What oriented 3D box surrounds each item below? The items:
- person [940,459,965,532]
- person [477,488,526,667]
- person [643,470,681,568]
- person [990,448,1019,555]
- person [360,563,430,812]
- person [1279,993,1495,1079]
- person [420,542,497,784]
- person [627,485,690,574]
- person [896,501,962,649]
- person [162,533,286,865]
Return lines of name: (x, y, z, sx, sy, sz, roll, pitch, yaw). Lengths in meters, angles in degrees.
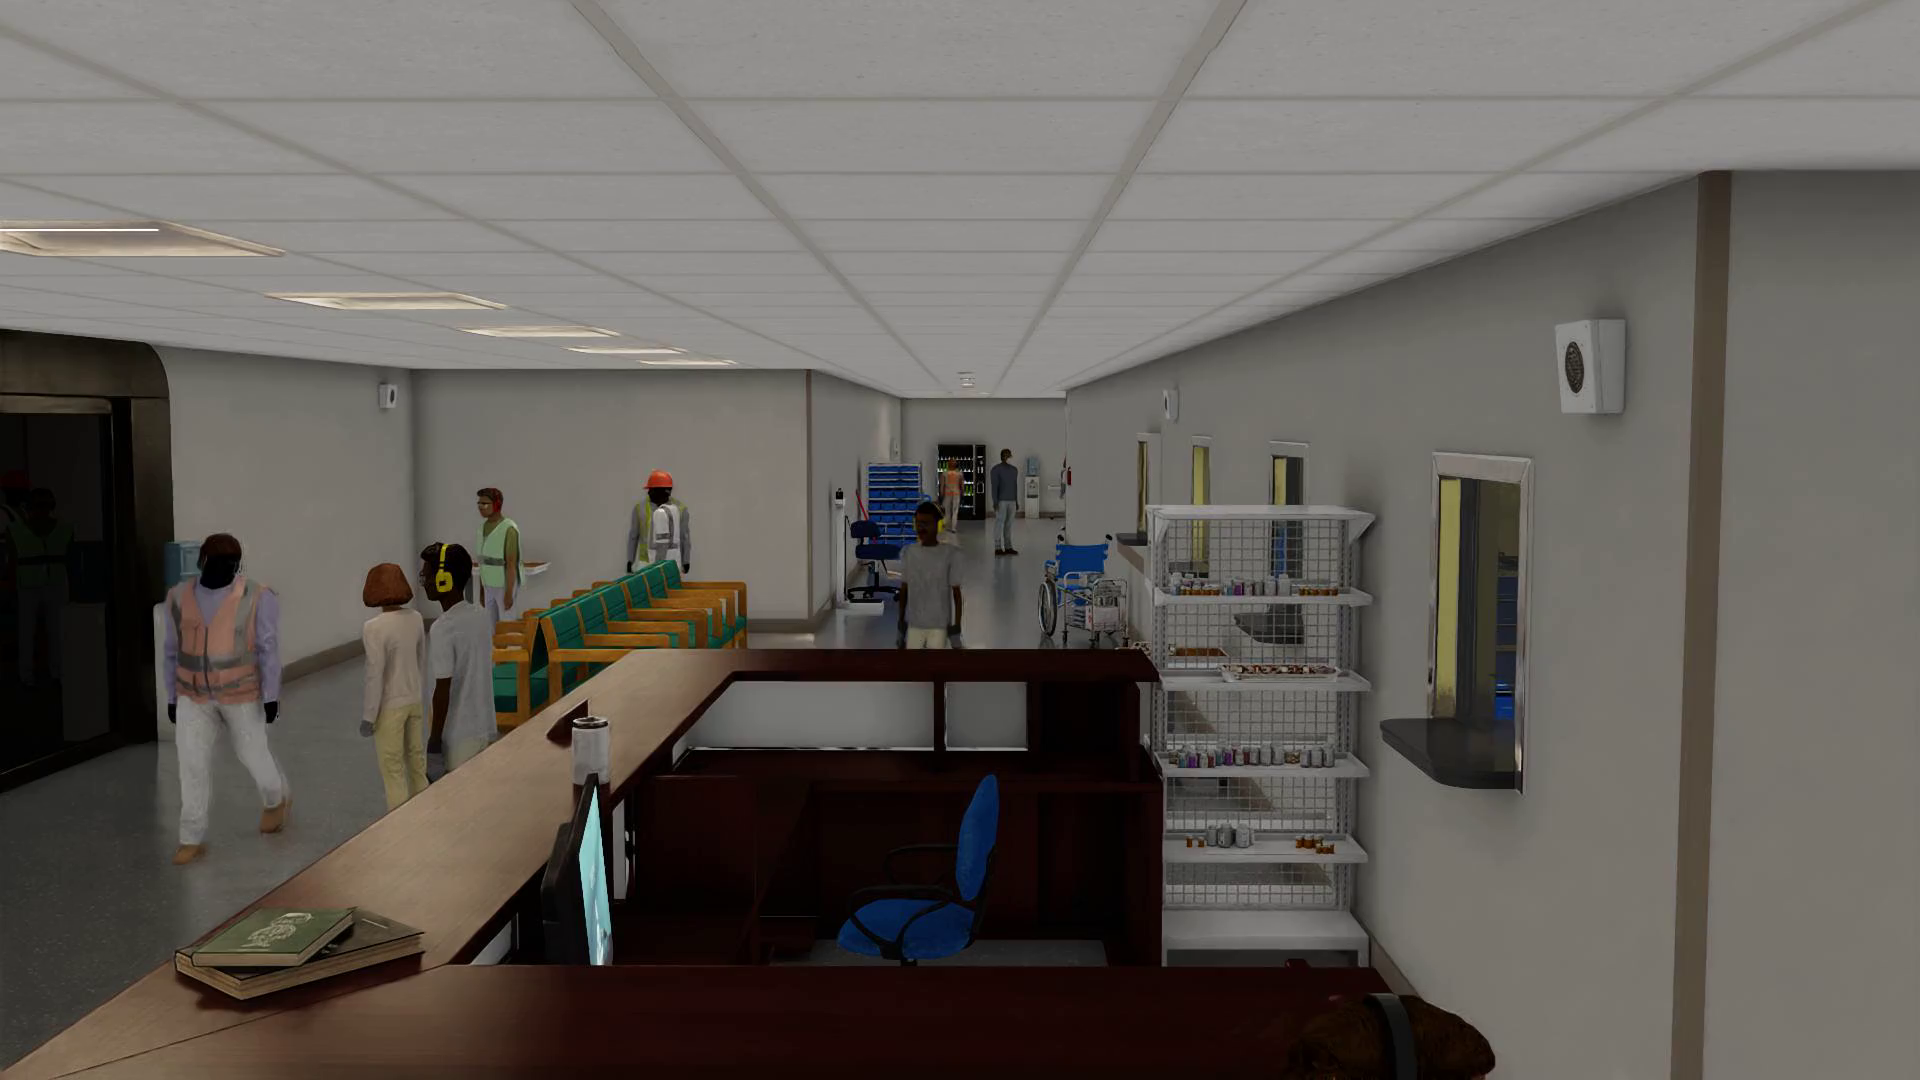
person: (-0.165, -0.966, 36.325, 0.534, 1.584, 0.877, 0, 4, -3)
person: (-4.125, 0.444, 14.919, 0.559, 1.836, 0.399, 4, 6, 43)
person: (-2.963, 0.277, 16.513, 0.360, 1.938, 0.546, 0, 4, 2)
person: (0.822, -0.689, 30.063, 0.636, 1.939, 0.365, -4, 6, -44)
person: (-3.154, 0.944, 9.255, 0.283, 1.633, 0.501, 1, 4, 16)
person: (0.434, 1.397, 1.858, 1.014, 1.796, 0.513, 0, 4, 0)
person: (-2.341, 0.937, 7.796, 0.331, 1.862, 0.506, 1, 4, 9)
person: (-3.300, 0.212, 18.230, 0.674, 1.826, 0.432, -1, 4, -8)
person: (-0.216, 0.637, 12.021, 0.542, 1.856, 0.529, 2, 4, 23)
person: (-4.152, 0.859, 9.410, 0.652, 1.819, 0.871, 0, 4, -5)
